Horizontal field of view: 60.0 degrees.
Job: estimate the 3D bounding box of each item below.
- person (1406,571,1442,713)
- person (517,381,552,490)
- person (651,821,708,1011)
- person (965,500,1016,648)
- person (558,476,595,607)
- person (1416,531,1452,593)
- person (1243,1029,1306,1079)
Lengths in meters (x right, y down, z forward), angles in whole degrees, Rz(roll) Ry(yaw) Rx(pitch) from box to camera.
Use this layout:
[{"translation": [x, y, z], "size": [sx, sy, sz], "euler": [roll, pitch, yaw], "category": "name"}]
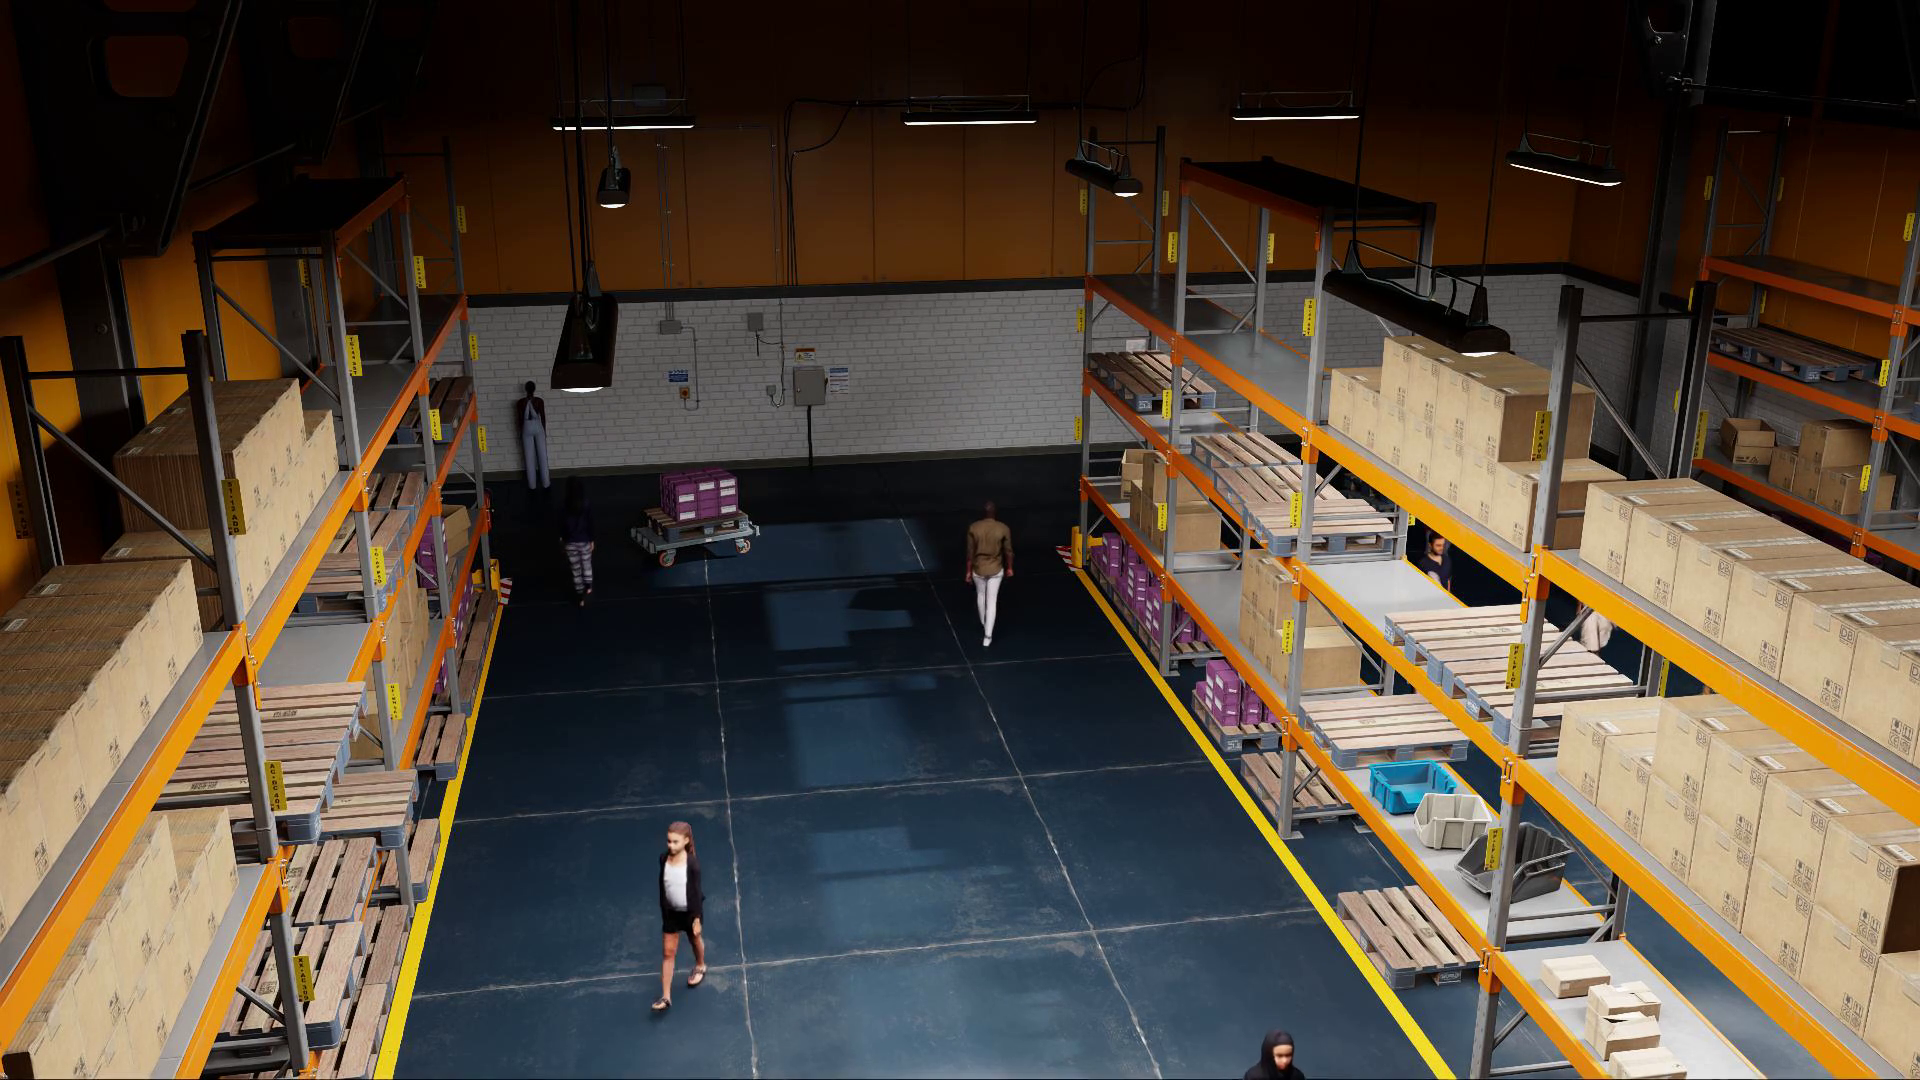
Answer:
[{"translation": [5.039, 1.221, 17.935], "size": [0.638, 1.834, 0.536], "euler": [-4, 19, -13], "category": "person"}, {"translation": [-6.832, -1.684, 26.643], "size": [0.597, 1.782, 0.520], "euler": [-6, 20, -17], "category": "person"}, {"translation": [-2.183, 2.936, 13.337], "size": [0.850, 1.519, 1.100], "euler": [5, 19, 15], "category": "person"}, {"translation": [0.340, 0.435, 20.348], "size": [0.953, 1.785, 1.215], "euler": [2, 19, 5], "category": "person"}, {"translation": [-4.994, 0.031, 21.659], "size": [0.648, 1.713, 0.883], "euler": [-4, 19, -13], "category": "person"}, {"translation": [5.439, 0.769, 19.249], "size": [0.670, 1.852, 0.606], "euler": [-8, 20, -22], "category": "person"}, {"translation": [1.945, 3.796, 10.644], "size": [0.656, 1.608, 1.111], "euler": [-2, 19, -5], "category": "person"}]
